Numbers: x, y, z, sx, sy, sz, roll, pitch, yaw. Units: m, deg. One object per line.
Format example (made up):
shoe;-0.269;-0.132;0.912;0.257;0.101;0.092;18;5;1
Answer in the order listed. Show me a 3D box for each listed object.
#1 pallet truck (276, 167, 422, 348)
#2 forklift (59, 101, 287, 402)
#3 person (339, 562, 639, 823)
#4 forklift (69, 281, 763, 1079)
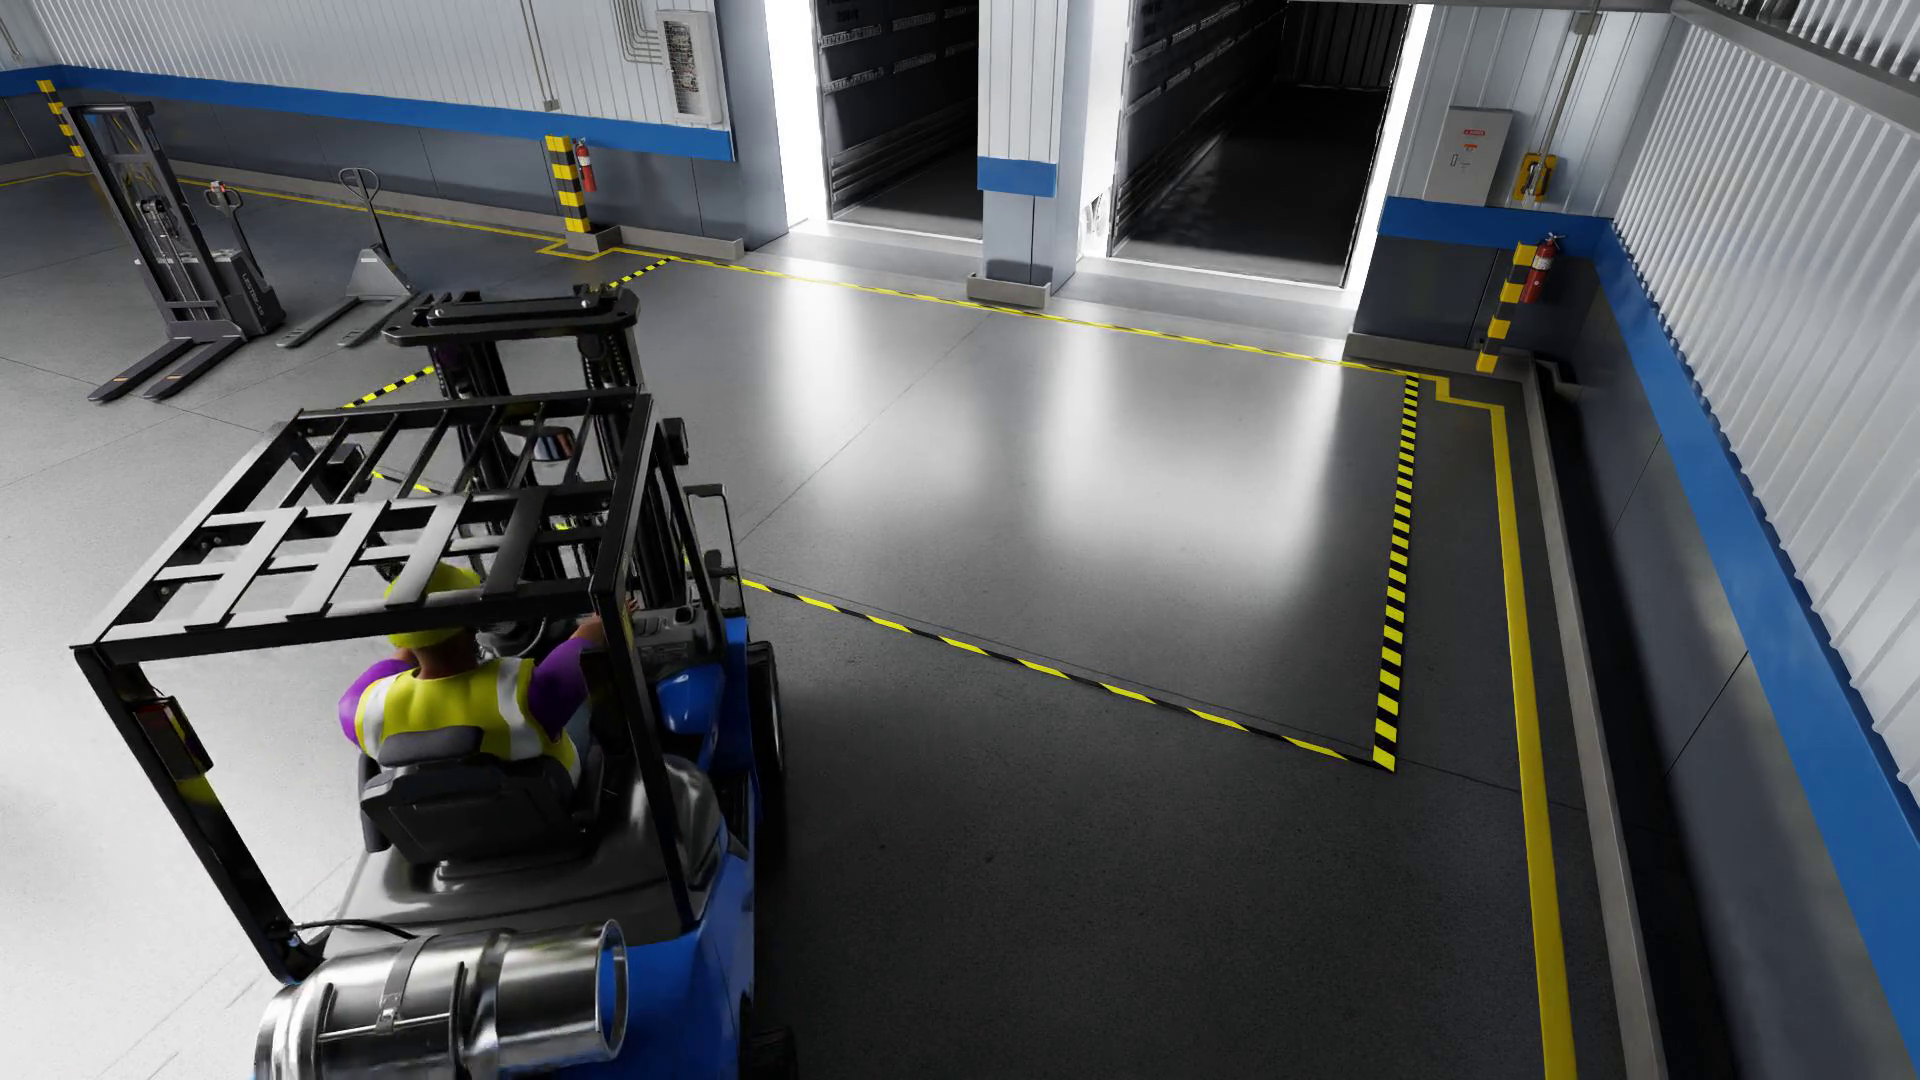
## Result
pallet truck;-5.732;-2.611;8.414;0.680;1.201;1.601;-1;35;-1
forklift;-6.686;-2.387;7.434;0.823;1.965;1.885;-3;35;-5
person;-1.319;0.413;2.792;0.635;1.293;1.004;-6;35;-8
forklift;-1.316;0.601;2.850;1.157;2.036;2.680;-6;35;-8
